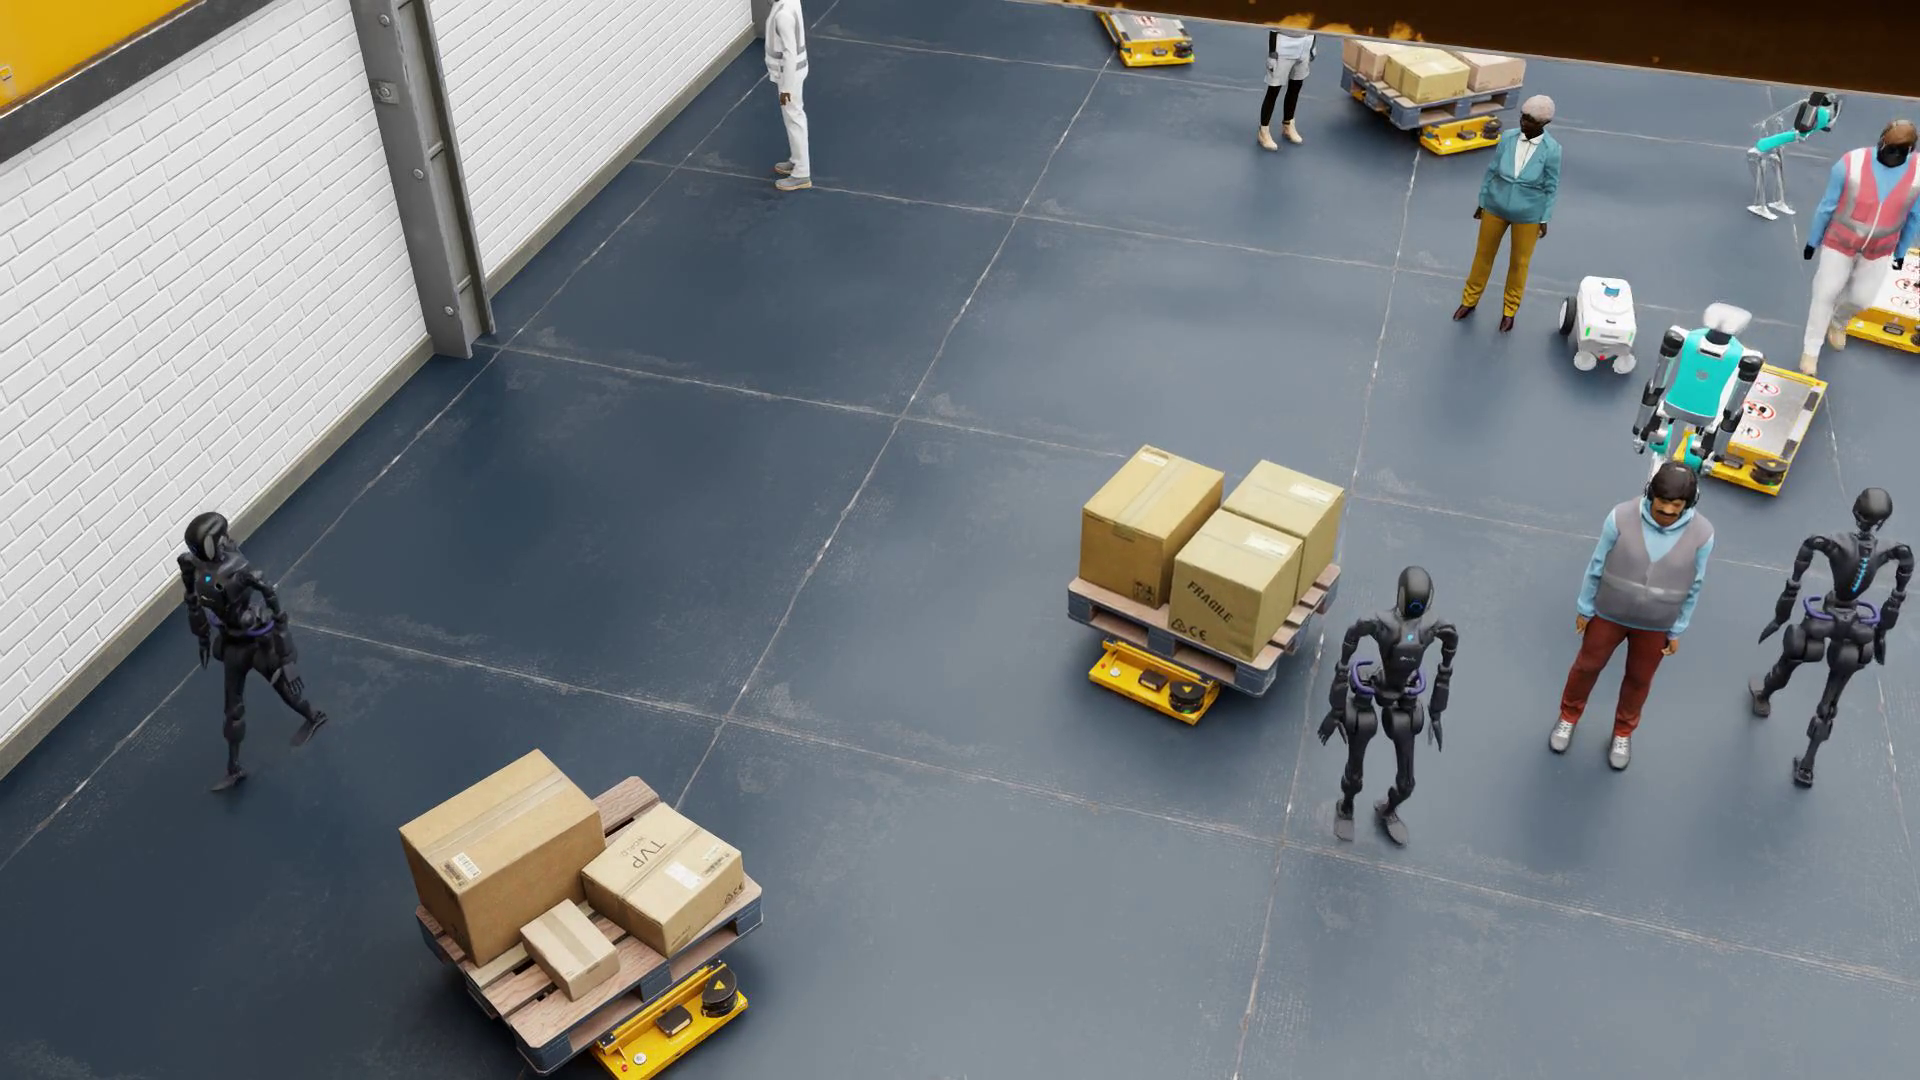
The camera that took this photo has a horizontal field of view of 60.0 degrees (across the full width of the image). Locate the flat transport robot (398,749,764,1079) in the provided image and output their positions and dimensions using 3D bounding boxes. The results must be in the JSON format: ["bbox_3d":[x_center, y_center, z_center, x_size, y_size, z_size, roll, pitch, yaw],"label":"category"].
[{"bbox_3d":[-1.679,1.866,7.684,0.659,0.231,1.431,-31,48,-32],"label":"flat transport robot"}]

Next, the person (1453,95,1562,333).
[{"bbox_3d":[3.876,-2.286,11.665,0.524,1.750,0.346,23,44,26],"label":"person"}]

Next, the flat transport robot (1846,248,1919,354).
[{"bbox_3d":[6.980,-1.816,12.263,0.659,0.231,1.431,22,44,25],"label":"flat transport robot"}]

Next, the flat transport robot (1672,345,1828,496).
[{"bbox_3d":[5.255,-0.813,11.015,0.659,0.231,1.431,23,44,25],"label":"flat transport robot"}]

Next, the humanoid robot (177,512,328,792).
[{"bbox_3d":[-3.550,0.541,8.237,0.600,1.632,0.730,10,40,13],"label":"humanoid robot"}]

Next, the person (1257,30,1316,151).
[{"bbox_3d":[2.781,-4.116,13.990,0.528,1.688,0.321,-21,43,-24],"label":"person"}]

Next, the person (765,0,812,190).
[{"bbox_3d":[-1.391,-3.739,13.368,0.350,1.881,0.575,-2,39,-2],"label":"person"}]

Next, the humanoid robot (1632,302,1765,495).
[{"bbox_3d":[4.227,-0.630,9.680,0.551,1.874,0.702,21,43,24],"label":"humanoid robot"}]

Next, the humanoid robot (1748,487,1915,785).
[{"bbox_3d":[4.391,0.419,8.383,0.589,1.623,0.735,8,39,9],"label":"humanoid robot"}]

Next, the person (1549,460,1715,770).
[{"bbox_3d":[3.350,0.351,8.296,0.527,1.871,0.420,13,41,16],"label":"person"}]

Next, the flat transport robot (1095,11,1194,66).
[{"bbox_3d":[1.789,-4.981,16.201,0.659,0.231,1.431,-5,39,-7],"label":"flat transport robot"}]

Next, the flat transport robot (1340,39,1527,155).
[{"bbox_3d":[4.135,-3.829,14.767,0.659,0.231,1.431,-14,41,-17],"label":"flat transport robot"}]

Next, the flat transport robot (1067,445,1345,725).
[{"bbox_3d":[1.372,0.455,9.439,0.659,0.231,1.431,23,44,26],"label":"flat transport robot"}]

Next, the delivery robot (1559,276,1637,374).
[{"bbox_3d":[4.543,-1.548,11.717,0.522,0.614,0.785,9,40,11],"label":"delivery robot"}]

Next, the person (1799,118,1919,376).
[{"bbox_3d":[6.077,-2.003,11.258,0.646,1.828,0.510,12,40,14],"label":"person"}]

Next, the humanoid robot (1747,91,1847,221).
[{"bbox_3d":[6.580,-3.365,13.011,0.531,1.762,0.704,-27,46,-29],"label":"humanoid robot"}]

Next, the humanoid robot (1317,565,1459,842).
[{"bbox_3d":[2.011,0.798,7.883,0.587,1.648,0.336,0,39,0],"label":"humanoid robot"}]
